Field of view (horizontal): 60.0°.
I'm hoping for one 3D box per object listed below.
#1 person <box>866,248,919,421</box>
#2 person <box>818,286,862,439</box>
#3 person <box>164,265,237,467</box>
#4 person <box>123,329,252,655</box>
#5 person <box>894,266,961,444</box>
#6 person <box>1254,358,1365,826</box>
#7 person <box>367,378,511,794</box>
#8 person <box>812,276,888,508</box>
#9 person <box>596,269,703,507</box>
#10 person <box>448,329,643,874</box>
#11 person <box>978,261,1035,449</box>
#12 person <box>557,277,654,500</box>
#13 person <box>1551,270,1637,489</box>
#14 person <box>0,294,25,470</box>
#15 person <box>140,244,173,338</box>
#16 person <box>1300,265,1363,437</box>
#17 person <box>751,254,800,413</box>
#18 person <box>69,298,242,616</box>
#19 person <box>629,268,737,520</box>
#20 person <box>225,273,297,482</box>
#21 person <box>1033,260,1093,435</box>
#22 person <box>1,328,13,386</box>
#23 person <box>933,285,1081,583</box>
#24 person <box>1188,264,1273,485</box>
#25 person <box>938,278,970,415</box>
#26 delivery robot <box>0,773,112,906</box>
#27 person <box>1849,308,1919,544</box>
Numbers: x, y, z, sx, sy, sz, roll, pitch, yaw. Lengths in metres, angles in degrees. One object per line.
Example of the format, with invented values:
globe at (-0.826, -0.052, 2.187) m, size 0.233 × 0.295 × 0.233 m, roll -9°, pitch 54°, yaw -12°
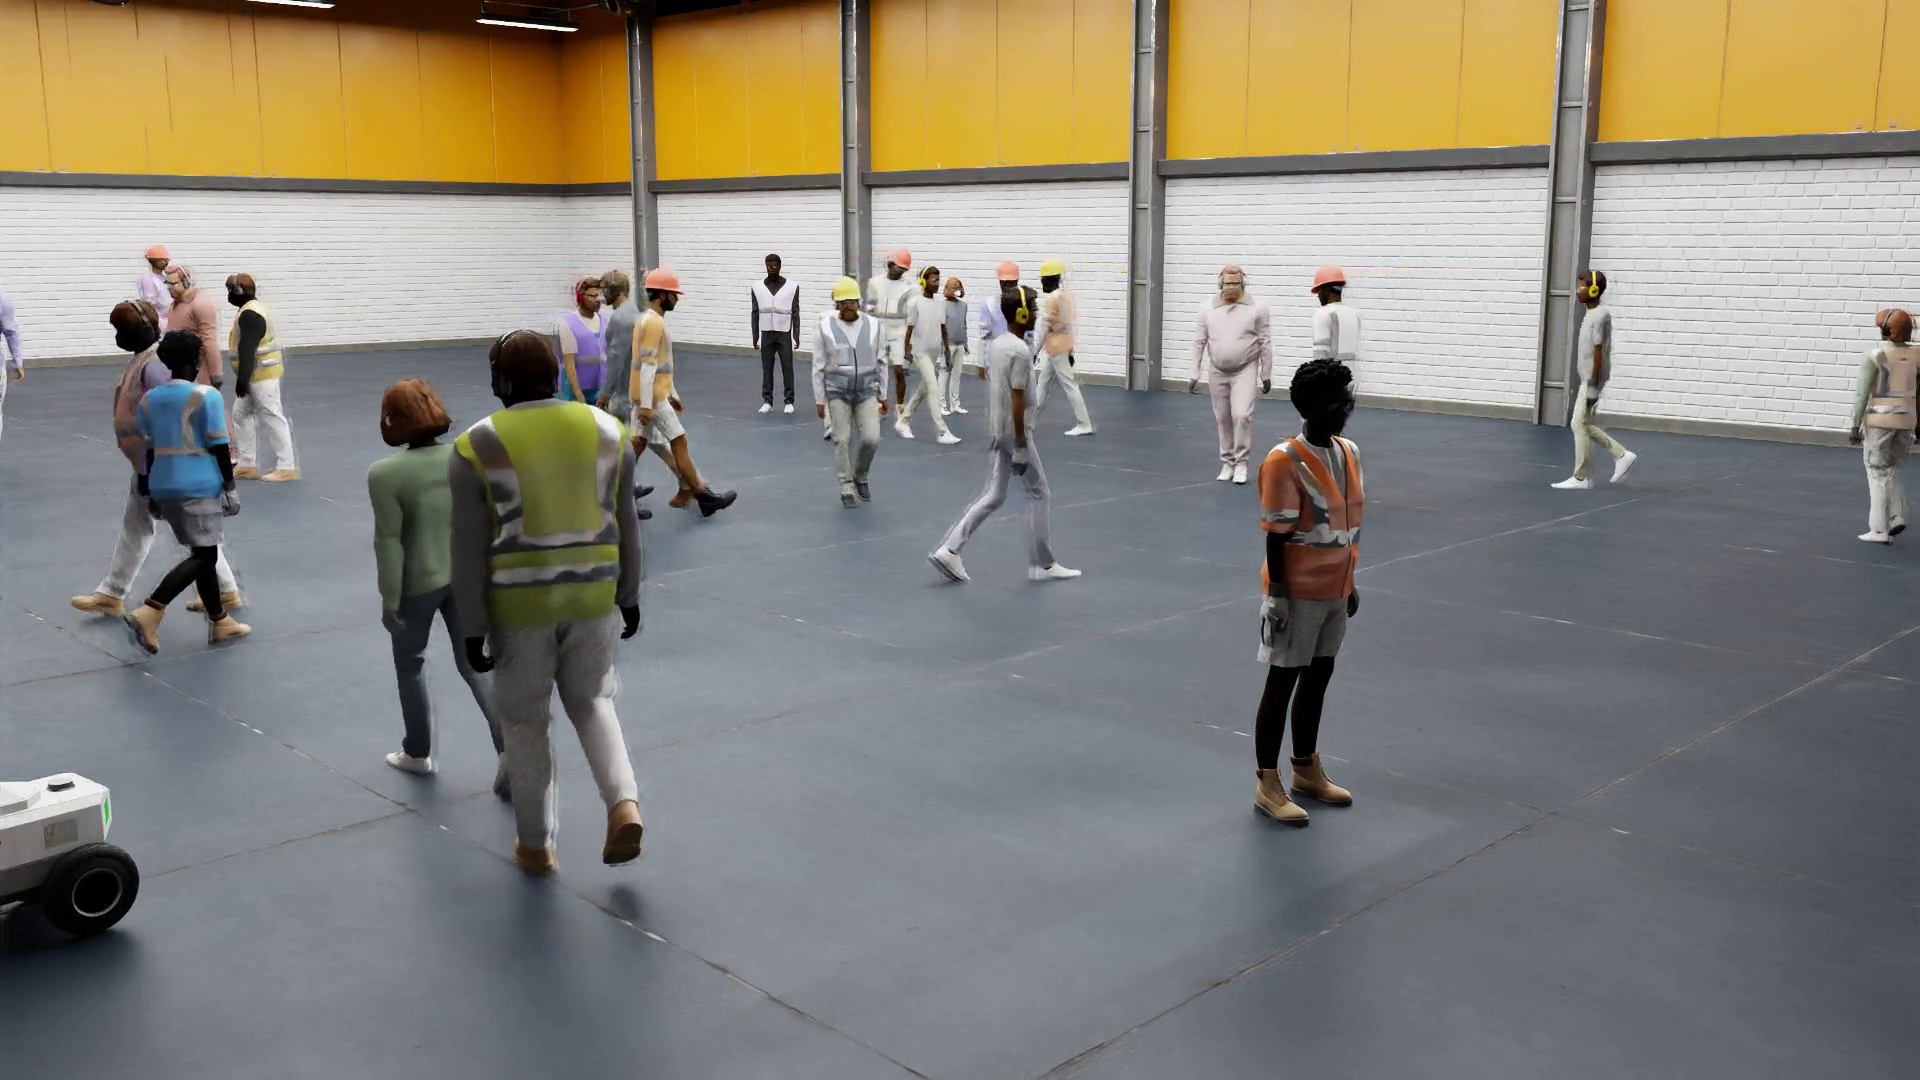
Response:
person at (-0.850, -2.325, 18.995) m, size 0.795 × 1.995 × 0.438 m, roll 4°, pitch 11°, yaw 22°
person at (-1.232, -1.818, 17.197) m, size 0.504 × 1.622 × 0.436 m, roll -2°, pitch 11°, yaw -12°
person at (-6.968, -1.525, 14.932) m, size 0.687 × 1.857 × 0.867 m, roll 10°, pitch 14°, yaw 43°
person at (-3.997, -0.237, 8.471) m, size 0.553 × 1.657 × 0.735 m, roll 5°, pitch 11°, yaw 25°
person at (-0.356, -1.926, 17.248) m, size 0.974 × 1.829 × 0.549 m, roll 10°, pitch 14°, yaw 43°
person at (1.287, 0.181, 6.093) m, size 0.540 × 1.695 × 0.317 m, roll -10°, pitch 14°, yaw -44°
person at (-1.973, 0.178, 6.387) m, size 0.796 × 1.599 × 0.522 m, roll 9°, pitch 14°, yaw 40°
person at (-0.854, -1.151, 13.040) m, size 0.614 × 1.809 × 0.438 m, roll -3°, pitch 11°, yaw -14°
person at (-2.526, -1.167, 12.964) m, size 1.052 × 1.889 × 0.633 m, roll -3°, pitch 11°, yaw -16°
person at (-1.329, 0.230, 5.461) m, size 0.653 × 1.832 × 0.570 m, roll -6°, pitch 12°, yaw -32°
person at (0.457, -1.783, 16.287) m, size 0.559 × 1.893 × 0.965 m, roll 0°, pitch 10°, yaw 1°
person at (-2.883, -1.167, 13.160) m, size 0.948 × 1.794 × 0.626 m, roll 6°, pitch 12°, yaw 28°
person at (5.343, -1.324, 13.902) m, size 0.581 × 1.854 × 0.504 m, roll 3°, pitch 11°, yaw 14°
person at (-8.771, -1.545, 14.928) m, size 0.647 × 1.907 × 0.760 m, roll -9°, pitch 14°, yaw -40°
person at (-10.387, -2.801, 21.481) m, size 0.850 × 2.023 × 0.617 m, roll 1°, pitch 10°, yaw 4°
person at (2.937, -1.213, 13.167) m, size 0.599 × 1.892 × 0.549 m, roll -8°, pitch 13°, yaw -38°
person at (-2.216, -2.483, 20.044) m, size 0.592 × 1.912 × 0.381 m, roll 0°, pitch 10°, yaw 2°
person at (-4.506, -0.443, 9.260) m, size 0.866 × 1.785 × 0.671 m, roll -7°, pitch 12°, yaw -33°
person at (-2.194, -1.084, 12.483) m, size 0.974 × 1.879 × 0.552 m, roll -4°, pitch 11°, yaw -19°
person at (-6.157, -1.392, 14.410) m, size 0.728 × 1.803 × 0.743 m, roll -5°, pitch 11°, yaw -24°
person at (0.974, -2.048, 17.801) m, size 1.026 × 1.867 × 0.602 m, roll 3°, pitch 11°, yaw 14°
person at (-13.794, -3.068, 23.408) m, size 0.661 × 1.860 × 0.525 m, roll -2°, pitch 11°, yaw -8°
person at (0.287, -0.636, 10.168) m, size 0.897 × 1.840 × 0.540 m, roll -4°, pitch 11°, yaw -19°
person at (2.311, -1.411, 14.277) m, size 0.663 × 1.880 × 0.718 m, roll 5°, pitch 11°, yaw 25°
person at (-0.088, -2.308, 19.839) m, size 0.507 × 1.632 × 0.264 m, roll -10°, pitch 14°, yaw -44°
delivery robot at (-2.966, 0.906, 5.004) m, size 0.477 × 0.478 × 0.707 m, roll 8°, pitch 13°, yaw 38°
person at (6.419, -0.783, 11.528) m, size 0.536 × 1.629 × 0.396 m, roll -2°, pitch 11°, yaw -10°
